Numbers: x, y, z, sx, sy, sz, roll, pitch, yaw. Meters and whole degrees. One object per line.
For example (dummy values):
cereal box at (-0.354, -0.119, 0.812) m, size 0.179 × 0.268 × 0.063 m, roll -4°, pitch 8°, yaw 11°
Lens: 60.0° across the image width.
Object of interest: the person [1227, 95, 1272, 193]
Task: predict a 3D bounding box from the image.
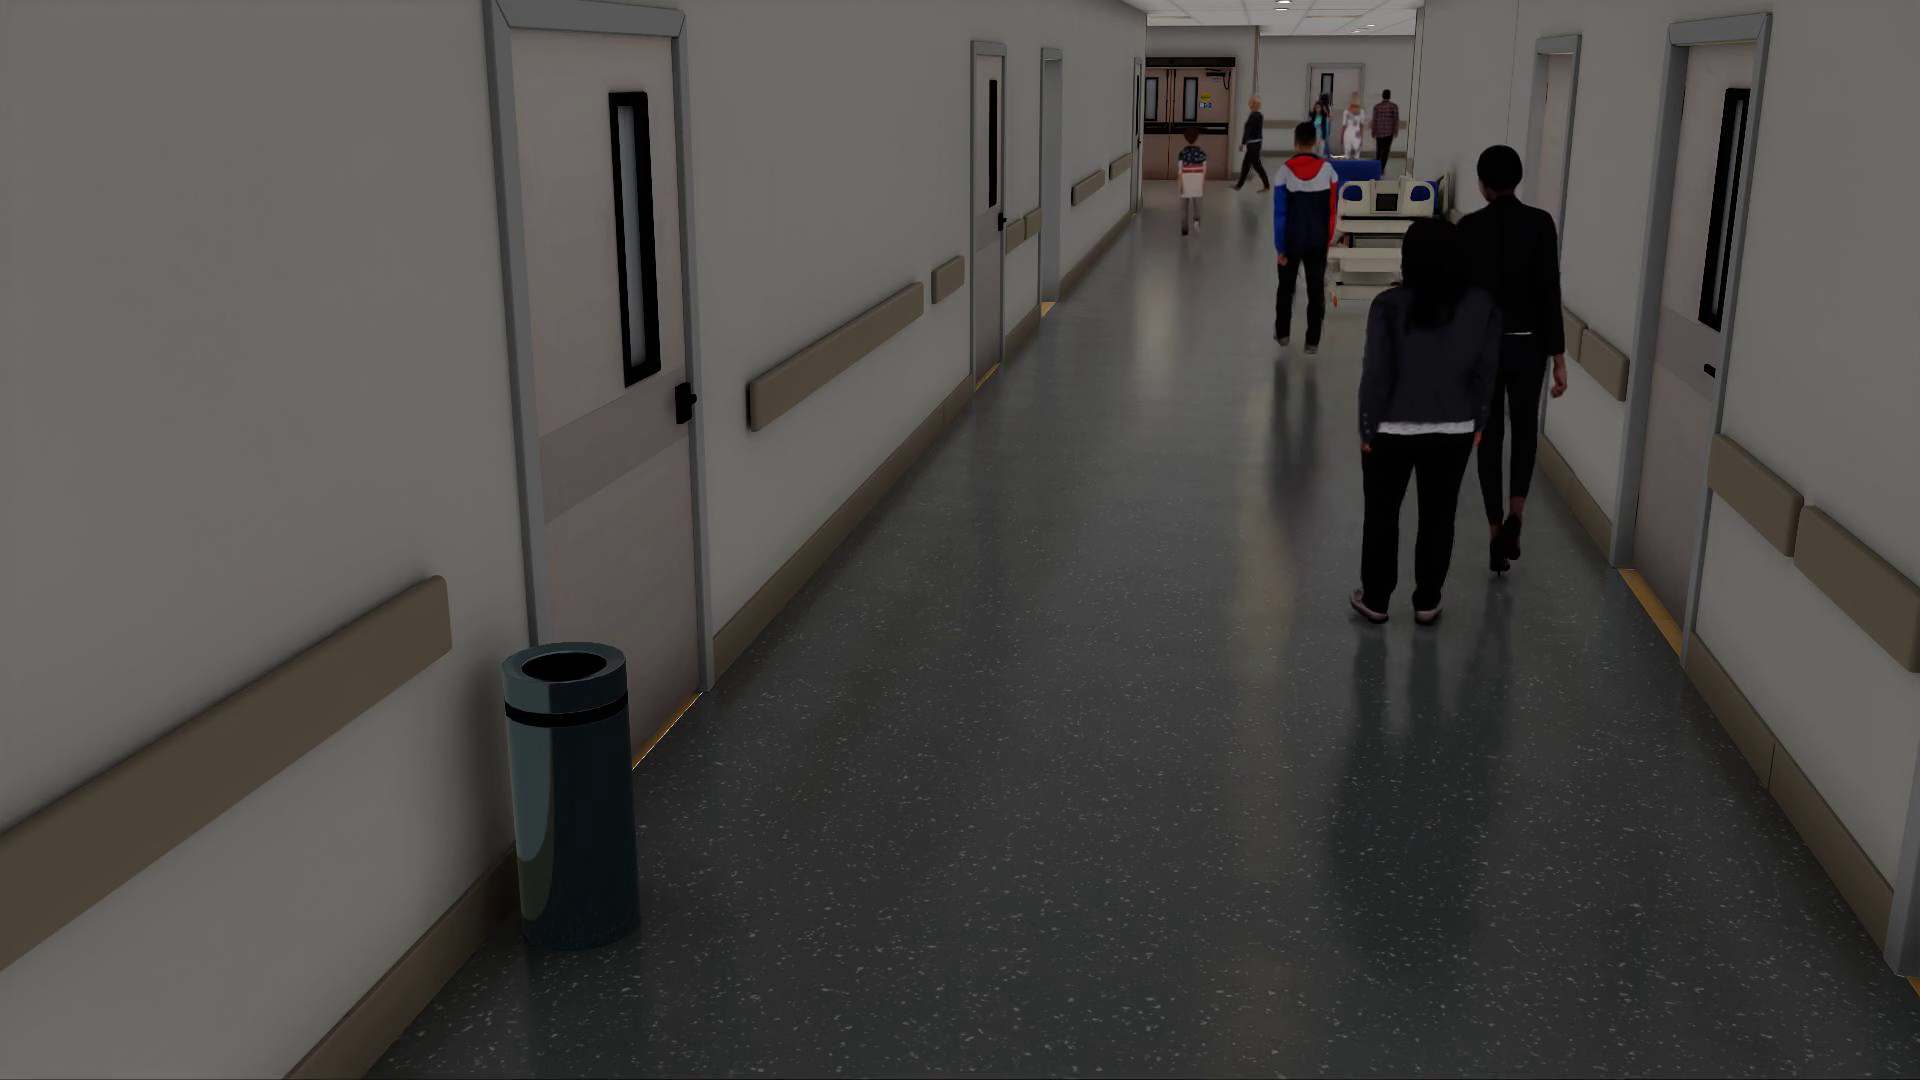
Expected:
person at (5.295, -7.017, 29.577) m, size 1.148 × 1.688 × 0.842 m, roll 8°, pitch 18°, yaw 28°

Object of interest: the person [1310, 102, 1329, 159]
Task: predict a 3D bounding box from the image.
person at (7.705, -8.633, 35.679) m, size 0.697 × 1.487 × 0.727 m, roll 7°, pitch 17°, yaw 24°

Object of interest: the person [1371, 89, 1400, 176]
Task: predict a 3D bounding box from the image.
person at (8.829, -8.462, 34.619) m, size 1.093 × 1.733 × 0.920 m, roll 7°, pitch 17°, yaw 24°

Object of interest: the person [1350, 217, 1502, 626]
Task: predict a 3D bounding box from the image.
person at (1.779, -0.450, 6.461) m, size 0.633 × 1.591 × 0.777 m, roll 2°, pitch 16°, yaw 8°

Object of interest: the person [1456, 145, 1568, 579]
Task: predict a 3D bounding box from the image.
person at (2.255, -0.710, 6.982) m, size 0.649 × 1.809 × 0.793 m, roll 8°, pitch 18°, yaw 26°

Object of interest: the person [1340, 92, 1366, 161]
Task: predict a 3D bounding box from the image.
person at (7.468, -7.627, 31.673) m, size 0.857 × 1.724 × 0.685 m, roll 4°, pitch 16°, yaw 14°

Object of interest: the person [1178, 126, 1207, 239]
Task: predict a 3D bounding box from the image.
person at (3.021, -4.621, 21.566) m, size 0.820 × 1.423 × 0.635 m, roll 1°, pitch 16°, yaw 3°

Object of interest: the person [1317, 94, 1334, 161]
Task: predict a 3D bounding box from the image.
person at (8.608, -9.640, 39.102) m, size 1.034 × 1.568 × 1.097 m, roll -11°, pitch 19°, yaw -34°

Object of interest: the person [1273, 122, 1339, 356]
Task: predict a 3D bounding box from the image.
person at (2.605, -2.211, 12.480) m, size 1.123 × 1.714 × 0.757 m, roll 1°, pitch 16°, yaw 5°
